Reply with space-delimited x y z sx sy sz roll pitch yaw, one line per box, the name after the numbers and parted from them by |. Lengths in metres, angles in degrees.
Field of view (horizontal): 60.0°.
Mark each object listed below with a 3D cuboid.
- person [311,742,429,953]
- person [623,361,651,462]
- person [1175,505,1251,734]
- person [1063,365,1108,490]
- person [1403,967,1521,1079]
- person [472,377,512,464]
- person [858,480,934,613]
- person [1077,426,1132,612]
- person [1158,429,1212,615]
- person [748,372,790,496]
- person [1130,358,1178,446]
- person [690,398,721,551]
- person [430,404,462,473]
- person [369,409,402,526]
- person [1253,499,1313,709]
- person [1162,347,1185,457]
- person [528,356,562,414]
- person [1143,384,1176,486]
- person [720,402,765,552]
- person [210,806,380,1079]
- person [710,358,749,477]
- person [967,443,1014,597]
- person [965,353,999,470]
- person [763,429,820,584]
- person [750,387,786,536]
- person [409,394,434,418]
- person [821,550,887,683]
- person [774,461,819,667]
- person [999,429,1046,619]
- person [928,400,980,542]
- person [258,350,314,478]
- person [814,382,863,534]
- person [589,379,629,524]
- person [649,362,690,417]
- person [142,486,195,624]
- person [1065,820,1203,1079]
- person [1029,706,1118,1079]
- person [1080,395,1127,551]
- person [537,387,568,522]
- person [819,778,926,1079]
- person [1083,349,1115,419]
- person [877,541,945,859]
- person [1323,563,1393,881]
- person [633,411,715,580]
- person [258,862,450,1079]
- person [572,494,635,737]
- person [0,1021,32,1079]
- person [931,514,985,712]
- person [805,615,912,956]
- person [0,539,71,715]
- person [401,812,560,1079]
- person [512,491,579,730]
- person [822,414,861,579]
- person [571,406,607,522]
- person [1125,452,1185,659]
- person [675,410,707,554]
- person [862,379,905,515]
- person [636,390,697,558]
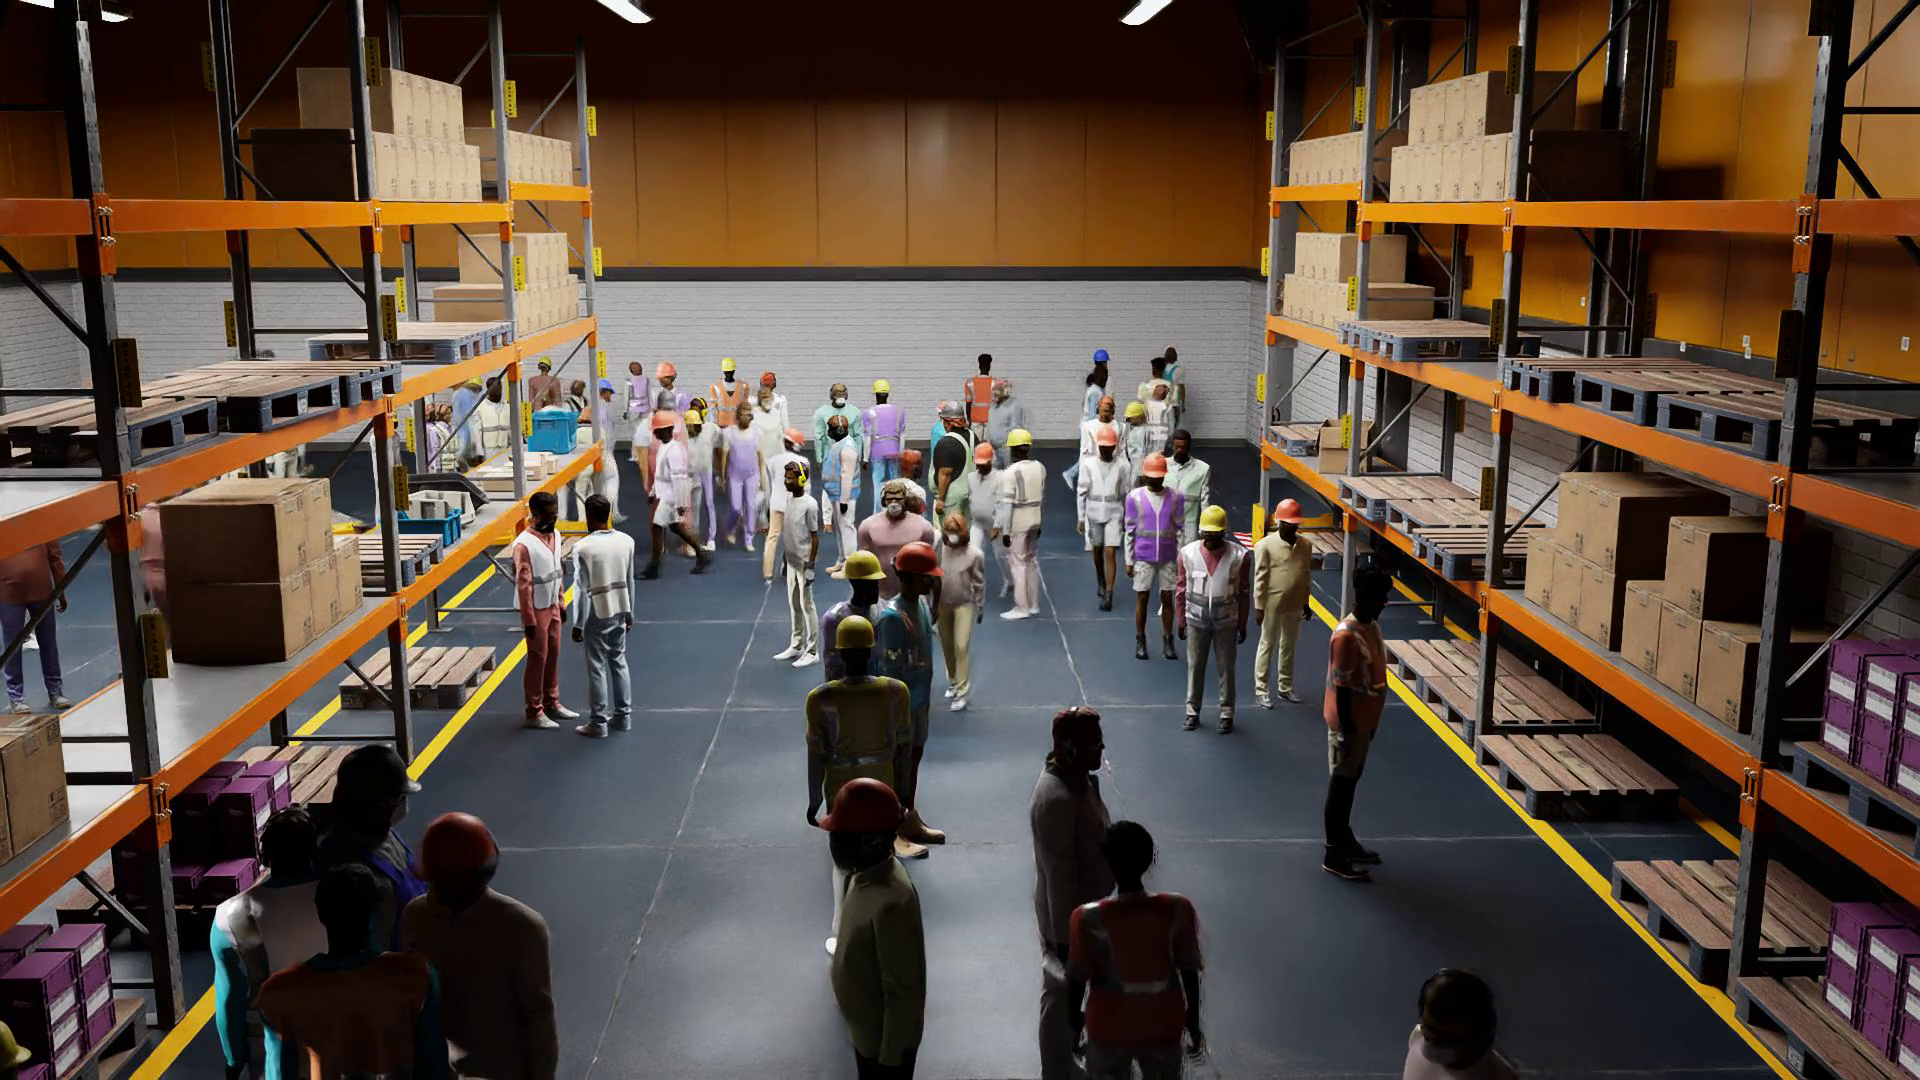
-2.318 1.781 6.702 0.535 2.000 0.683 -2 12 -12 | person
-5.252 -2.091 27.133 0.523 1.636 0.310 -8 14 -35 | person
1.979 0.621 13.081 0.586 1.824 0.404 3 12 14 | person
1.854 -1.572 23.904 0.736 1.885 0.694 2 11 9 | person
1.469 2.176 5.133 1.035 1.873 0.644 -2 12 -11 | person
-6.181 -1.215 22.074 0.389 1.909 0.589 9 15 39 | person
-0.522 0.466 13.551 0.631 1.940 0.372 -1 11 -4 | person
1.512 -0.266 17.352 0.548 1.902 0.959 2 12 11 | person
2.239 -0.176 16.841 0.589 1.913 0.393 4 12 18 | person
-2.629 -1.380 22.946 0.584 1.882 0.347 1 11 7 | person
2.902 -1.754 24.754 0.617 1.900 1.033 -3 12 -16 | person
-3.122 -0.788 20.034 0.520 1.864 0.333 2 11 10 | person
-6.574 -0.927 21.291 0.309 1.641 0.512 3 12 14 | person
-6.924 -0.760 20.209 0.305 1.738 0.484 4 12 19 | person
2.688 0.518 13.756 0.567 1.750 0.341 -5 12 -25 | person
3.469 -2.254 27.425 0.507 1.846 0.344 5 12 22 | person
-6.666 -2.078 26.778 0.532 1.756 0.337 -1 11 -4 | person
2.868 -1.468 24.122 0.511 1.590 0.850 9 14 37 | person
-2.609 -0.757 19.979 0.545 1.825 0.434 -5 12 -24 | person
-2.545 1.928 6.468 0.625 1.843 0.430 -6 13 -29 | person
-3.399 -1.740 24.644 0.590 1.926 0.388 -3 12 -13 | person
0.299 -0.185 17.451 0.548 1.709 0.878 7 13 32 | person
0.374 -1.812 24.907 0.604 1.966 0.367 2 11 11 | person
-1.897 -0.388 18.540 0.573 1.655 0.996 4 12 19 | person
-2.417 -0.967 20.790 0.425 1.917 0.648 4 12 21 | person
-8.131 -1.801 25.186 0.383 1.838 0.562 -1 11 -3 | person
-0.632 1.014 10.826 0.362 1.930 0.588 10 15 41 | person
-1.468 0.208 15.017 0.328 1.872 0.510 -8 14 -36 | person
0.614 -0.167 16.796 0.402 1.918 0.588 10 15 41 | person
-0.095 -0.525 18.265 0.536 2.000 0.676 8 14 34 | person
-10.390 -1.893 25.125 0.698 2.000 1.012 10 15 42 | person
-1.545 -1.044 21.158 0.632 1.932 0.369 -4 12 -17 | person
-4.658 -1.153 21.789 0.619 1.886 0.677 -5 12 -22 | person
-3.987 -1.418 22.741 0.615 2.040 0.390 4 12 20 | person
-7.733 -0.009 16.259 0.586 1.819 0.854 3 12 15 | person
0.699 1.961 6.676 0.557 1.679 0.406 -1 11 -6 | person
0.523 1.677 7.561 0.408 1.908 0.643 2 11 8 | person
1.726 -0.803 20.049 0.573 1.887 0.354 -1 11 -7 | person
-5.388 -1.095 21.750 0.773 1.790 0.578 8 14 36 | person
-0.328 1.867 6.383 0.395 1.994 0.612 -2 12 -12 | person
2.160 -1.976 25.774 0.388 1.949 0.602 -10 15 -42 | person
-0.300 1.009 10.598 0.403 2.035 0.606 4 12 19 | person
2.460 1.104 10.303 0.389 1.957 0.607 6 13 28 | person
-3.204 -0.508 18.558 0.911 1.906 0.547 -3 12 -17 | person
-2.050 2.037 5.722 0.587 1.920 0.391 -3 12 -14 | person
-2.775 0.589 13.025 0.398 1.909 0.599 8 14 34 | person
-2.918 2.266 5.042 0.486 1.736 0.323 9 14 38 | person
-0.059 0.578 13.834 0.514 1.604 0.673 3 12 16 | person
-0.559 1.359 9.107 0.593 1.923 0.382 -4 12 -18 | person
-7.619 0.441 13.566 0.615 1.987 0.407 -10 15 -42 | person
-1.768 1.932 6.091 0.627 1.985 0.409 4 12 17 | person
-3.327 0.551 13.211 0.405 1.909 0.597 3 12 14 | person
-1.329 -0.491 18.613 0.430 1.838 0.624 -3 12 -15 | person
-4.732 -0.894 21.189 0.522 1.613 0.333 -9 15 -39 | person
1.780 0.148 15.191 0.550 1.925 0.391 0 11 -2 | person
-3.209 -0.695 19.898 0.371 1.731 0.485 7 13 30 | person
-0.990 -1.114 21.499 0.585 1.929 0.377 -5 12 -24 | person
-3.430 -0.789 19.588 0.696 2.000 0.954 -4 12 -21 | person
